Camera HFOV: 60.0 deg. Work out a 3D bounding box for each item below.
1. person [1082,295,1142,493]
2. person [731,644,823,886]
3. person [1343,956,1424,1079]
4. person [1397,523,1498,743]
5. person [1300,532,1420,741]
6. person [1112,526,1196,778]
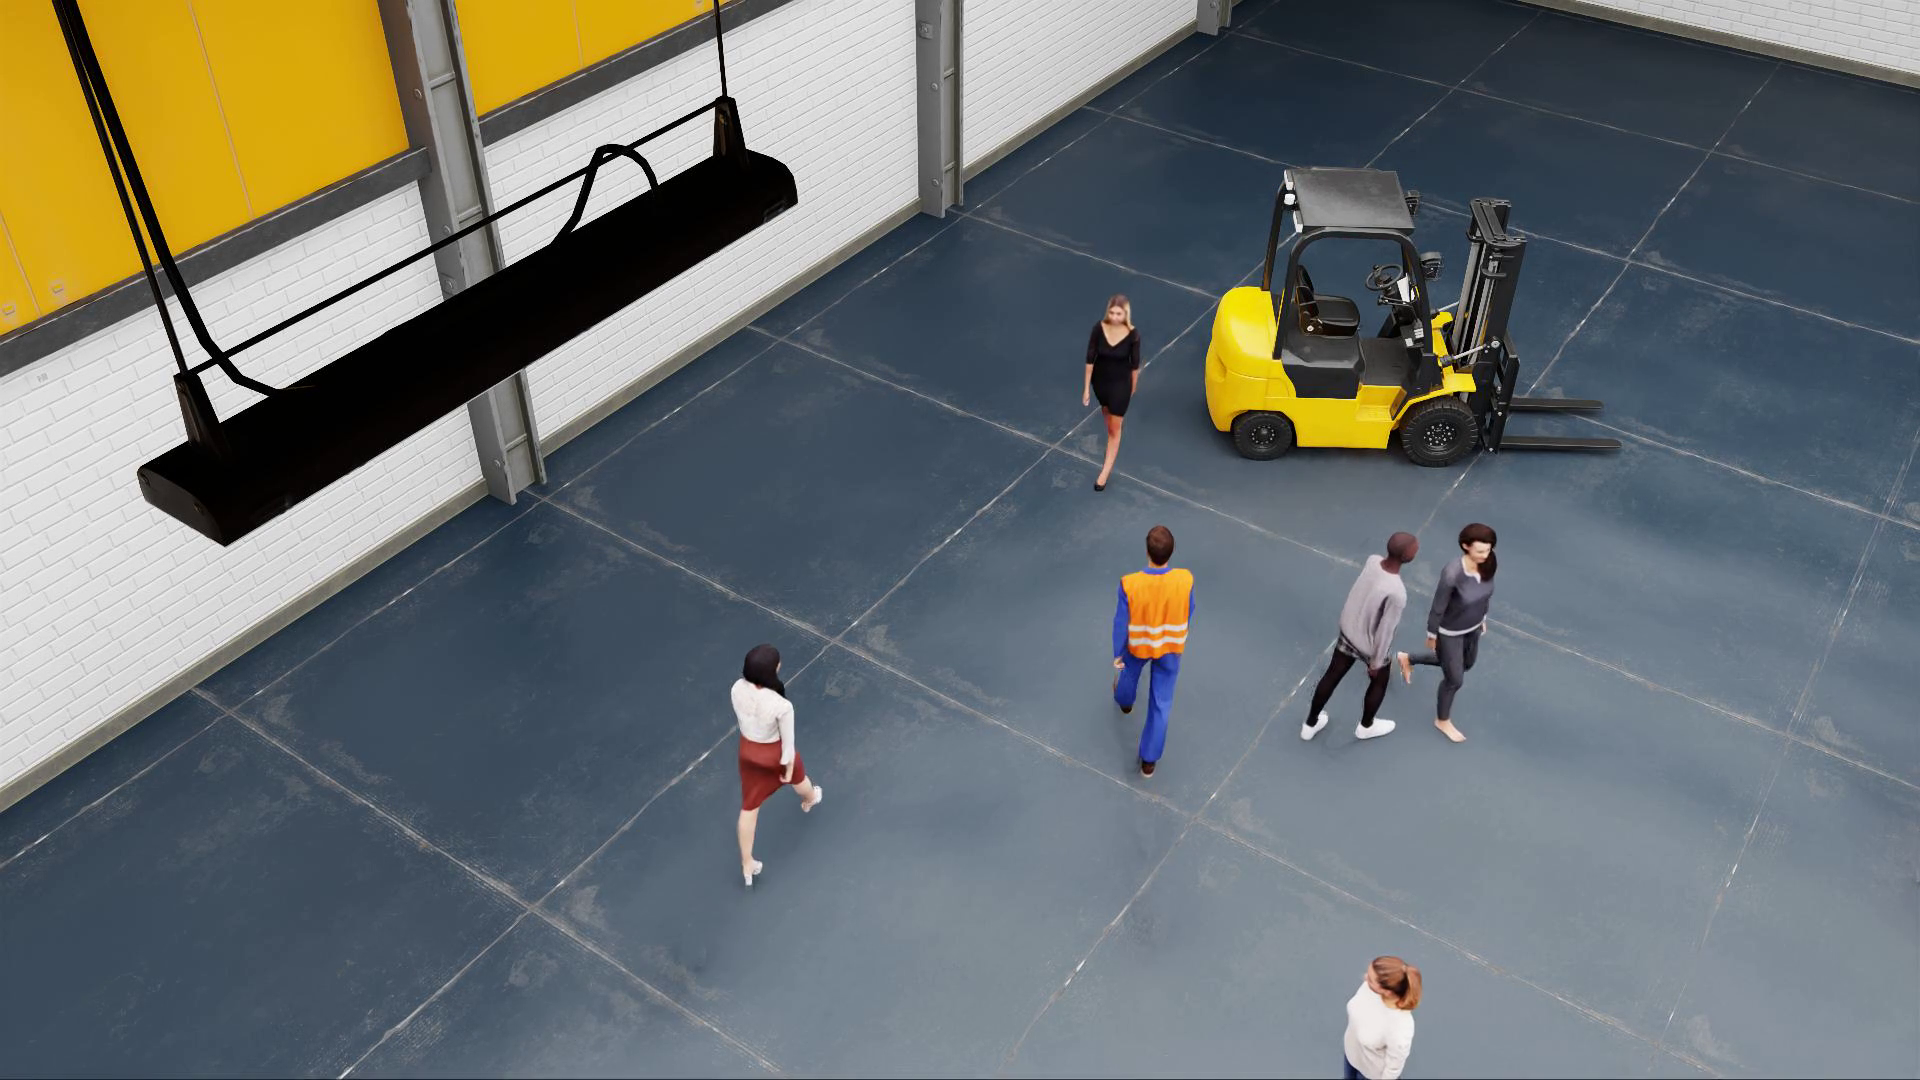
[{"bbox_3d":[1.241,-1.274,13.404,0.757,1.625,1.125,13,40,16],"label":"person"},{"bbox_3d":[-1.210,1.377,10.028,0.752,1.697,1.135,15,41,18],"label":"person"},{"bbox_3d":[2.087,2.650,8.410,0.743,1.725,0.661,-3,39,-3],"label":"person"},{"bbox_3d":[3.231,0.535,11.041,0.960,1.747,0.854,-26,45,-29],"label":"person"},{"bbox_3d":[2.582,0.670,10.883,1.001,1.733,0.885,-15,41,-18],"label":"person"},{"bbox_3d":[1.254,0.756,10.701,1.068,1.827,1.208,1,39,1],"label":"person"}]
